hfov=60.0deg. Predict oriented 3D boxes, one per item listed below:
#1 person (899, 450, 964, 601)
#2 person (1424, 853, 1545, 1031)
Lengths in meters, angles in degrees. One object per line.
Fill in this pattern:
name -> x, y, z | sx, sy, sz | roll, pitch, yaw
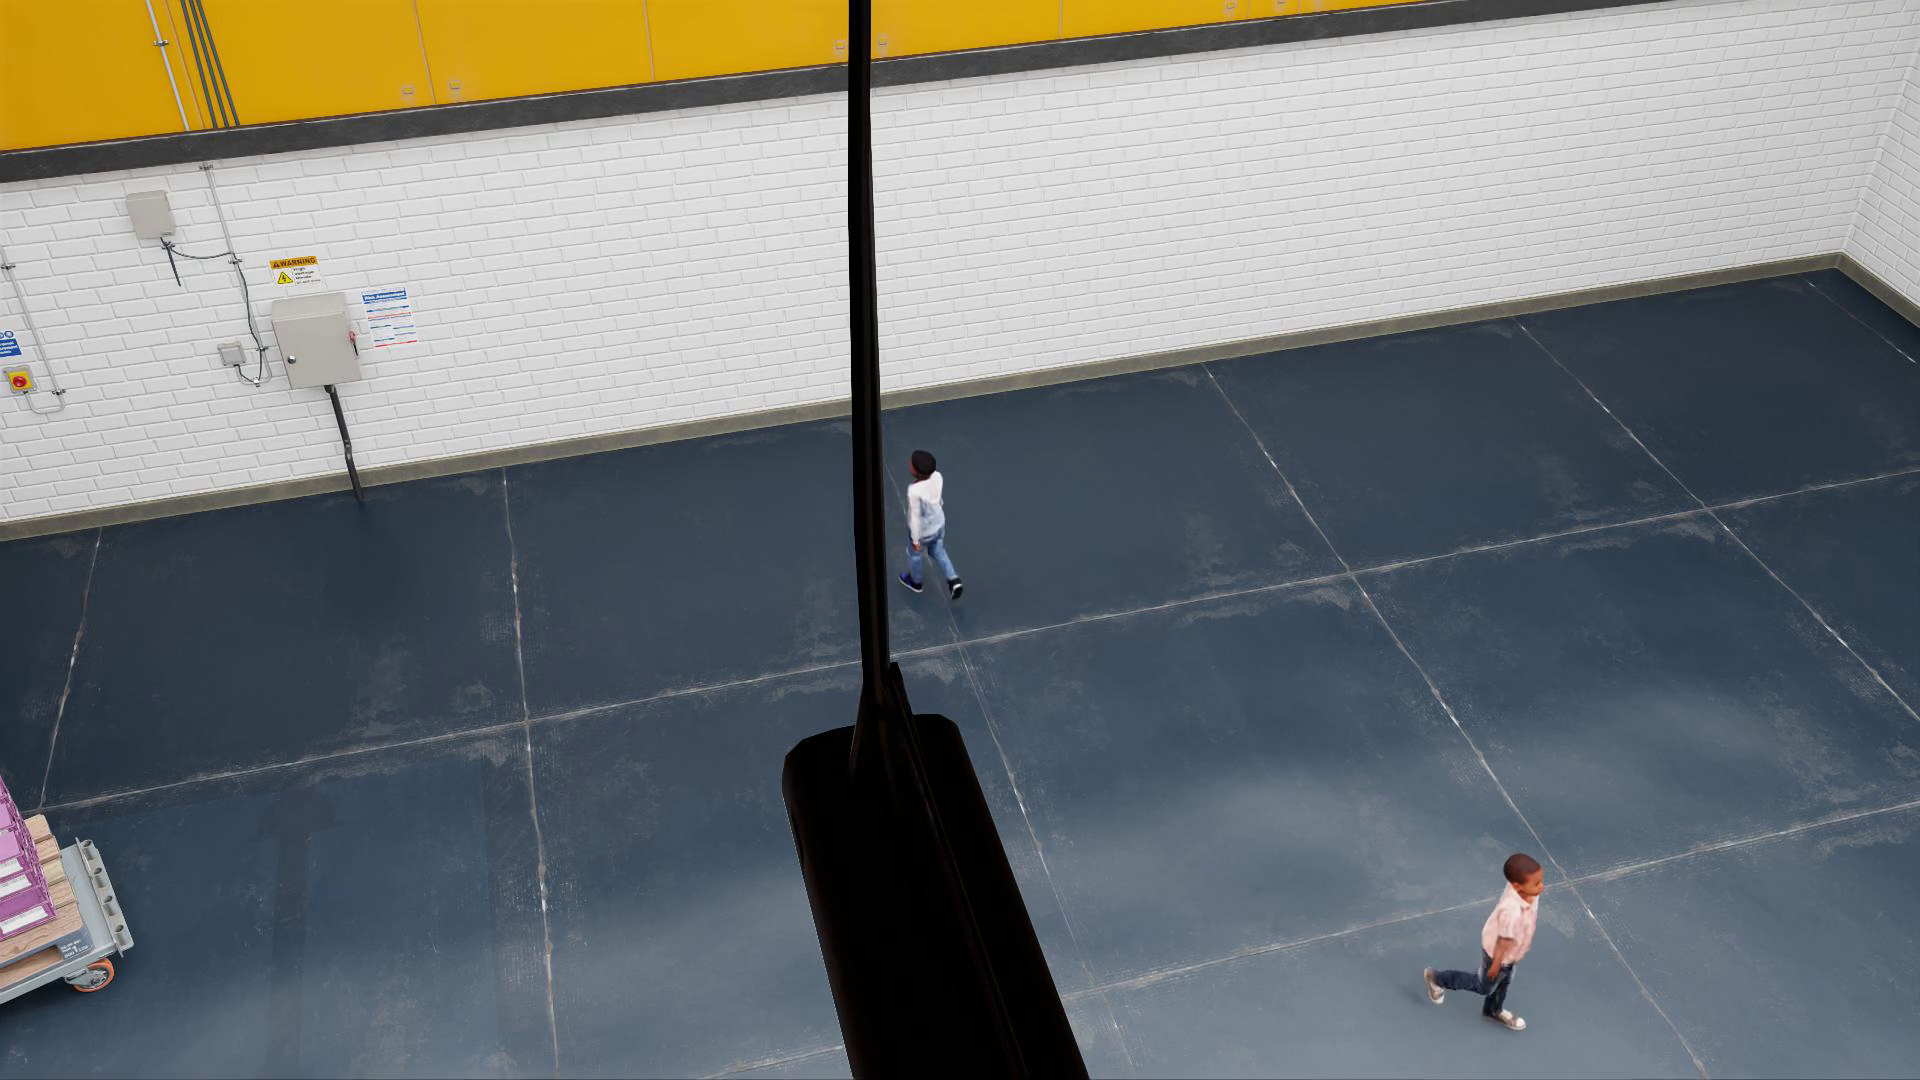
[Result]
person -> -0.196, -0.088, 11.648 | 0.686, 1.247, 0.842 | -31, 48, -33
person -> 2.830, 2.115, 8.852 | 0.858, 1.294, 0.792 | 20, 43, 24
